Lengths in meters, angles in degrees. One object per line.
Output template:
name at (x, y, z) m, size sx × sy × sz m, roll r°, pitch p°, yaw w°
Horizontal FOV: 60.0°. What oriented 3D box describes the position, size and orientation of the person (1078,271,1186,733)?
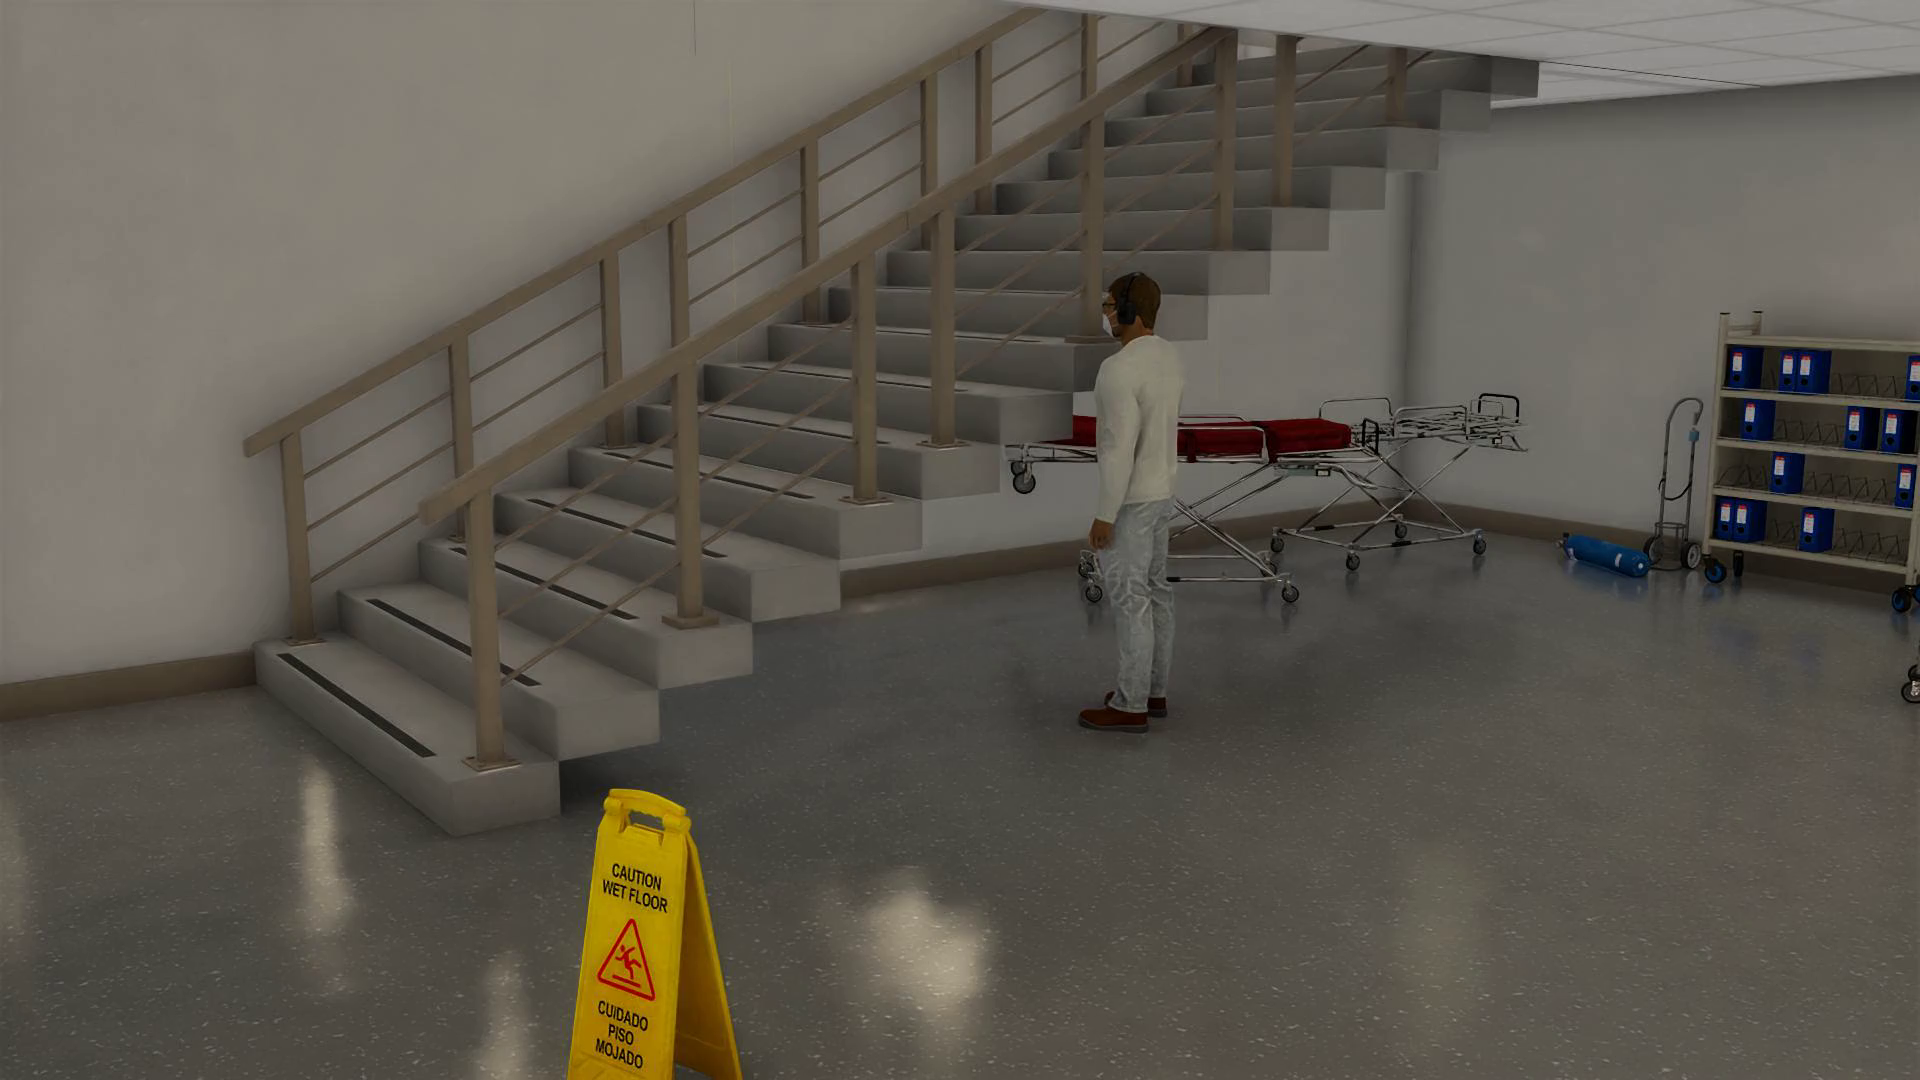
person at (0.728, -0.155, 7.030) m, size 0.372 × 1.940 × 0.632 m, roll 5°, pitch 11°, yaw 27°
